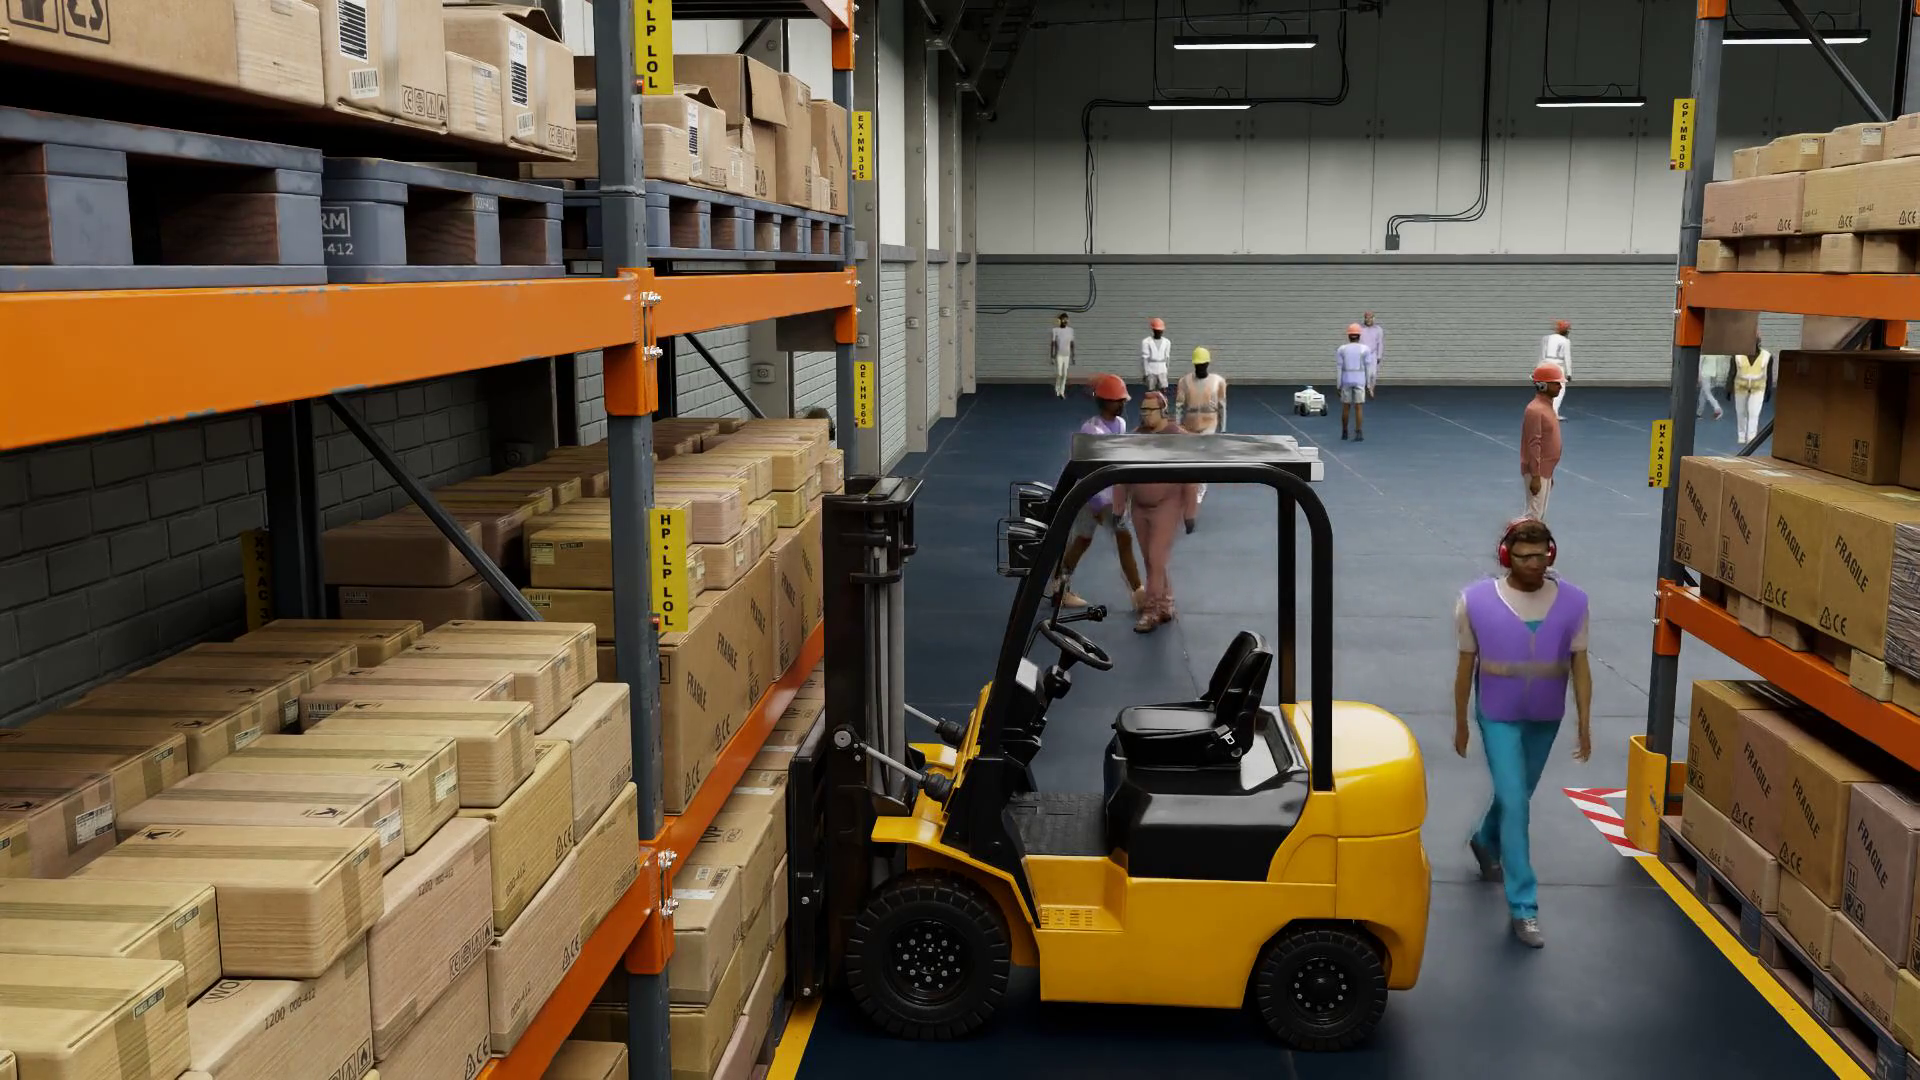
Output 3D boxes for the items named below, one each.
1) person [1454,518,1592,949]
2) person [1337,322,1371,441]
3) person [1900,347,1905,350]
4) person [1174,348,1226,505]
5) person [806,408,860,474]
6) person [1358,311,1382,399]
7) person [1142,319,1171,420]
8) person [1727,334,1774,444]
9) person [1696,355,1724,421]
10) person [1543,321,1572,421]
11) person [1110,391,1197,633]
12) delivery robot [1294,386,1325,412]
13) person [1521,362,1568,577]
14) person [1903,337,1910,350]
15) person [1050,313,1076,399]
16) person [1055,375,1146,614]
[{"bbox_3d":[2.459,0.768,7.362,0.577,1.797,0.983,0,9,-1],"label":"person"},{"bbox_3d":[6.450,-2.591,27.258,0.546,1.939,0.363,4,10,21],"label":"person"},{"bbox_3d":[13.113,-1.836,23.263,0.532,1.742,0.725,-3,10,-15],"label":"person"},{"bbox_3d":[2.929,-1.404,20.280,0.606,1.878,1.001,3,10,20],"label":"person"},{"bbox_3d":[-0.990,0.020,11.596,0.633,1.885,1.025,1,9,6],"label":"person"},{"bbox_3d":[8.708,-3.947,35.636,0.654,1.889,0.534,2,10,10],"label":"person"},{"bbox_3d":[3.552,-3.008,29.892,0.548,1.891,0.947,-1,9,-8],"label":"person"},{"bbox_3d":[12.563,-2.385,26.472,0.640,1.801,0.978,5,11,27],"label":"person"},{"bbox_3d":[13.941,-3.026,30.899,0.499,1.605,0.777,-5,10,-26],"label":"person"},{"bbox_3d":[11.005,-3.120,30.721,0.405,1.859,0.710,-5,10,-26],"label":"person"},{"bbox_3d":[1.461,-0.222,13.063,0.665,1.874,0.802,8,13,41],"label":"person"},{"bbox_3d":[6.681,-2.698,31.799,0.477,0.478,0.707,-2,10,-13],"label":"delivery robot"},{"bbox_3d":[5.297,-0.624,15.160,0.381,1.994,0.614,5,11,28],"label":"person"},{"bbox_3d":[17.203,-2.952,30.484,0.534,1.594,0.870,6,11,33],"label":"person"},{"bbox_3d":[2.223,-3.926,35.601,0.508,1.853,0.500,-3,10,-19],"label":"person"},{"bbox_3d":[1.209,-0.370,13.682,1.076,1.976,0.658,7,12,36],"label":"person"}]
